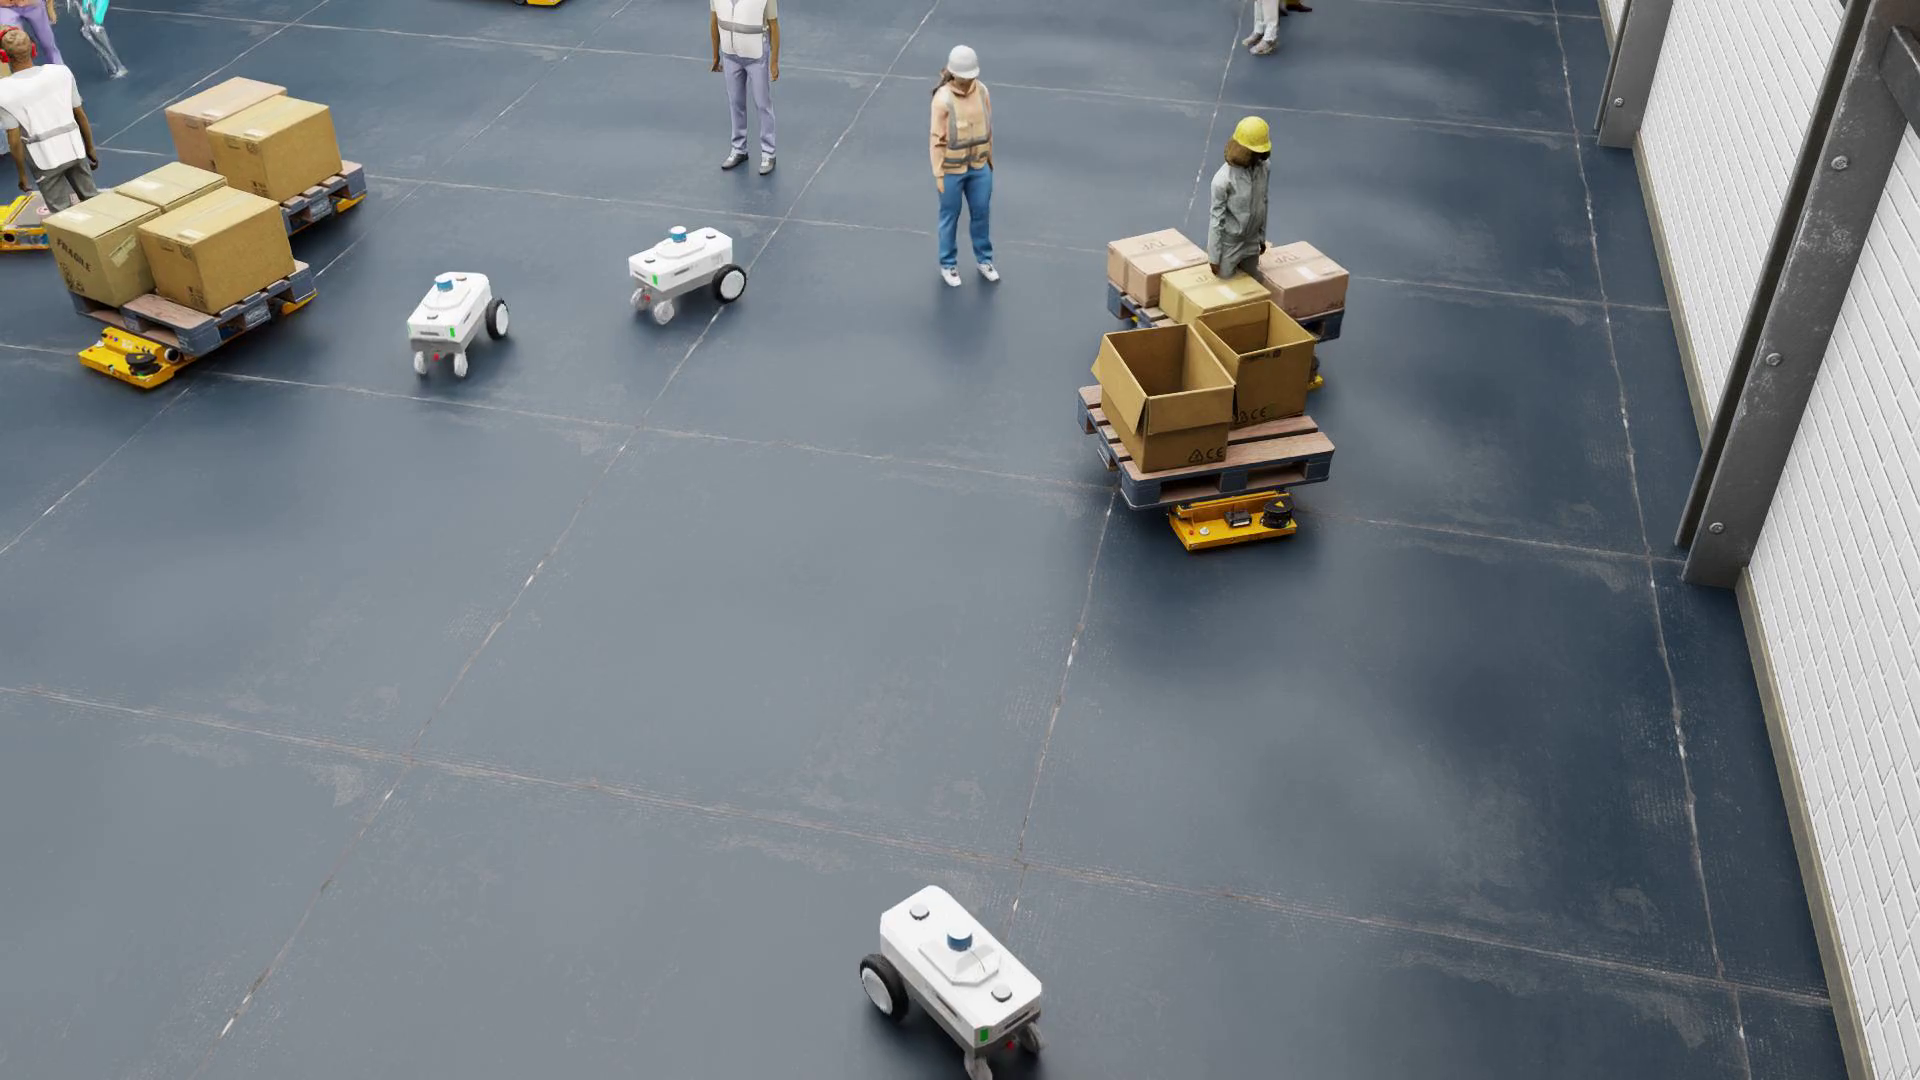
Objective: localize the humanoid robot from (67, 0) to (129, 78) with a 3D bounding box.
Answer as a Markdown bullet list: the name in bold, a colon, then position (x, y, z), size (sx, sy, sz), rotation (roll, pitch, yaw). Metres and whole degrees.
- **humanoid robot**: position (-7.685, -4.944, 14.638), size (0.557, 1.798, 0.747), rotation (11, 38, 14)

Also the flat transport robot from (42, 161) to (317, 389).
- **flat transport robot**: position (-5.127, -1.491, 11.214), size (0.659, 0.231, 1.431), rotation (19, 41, 23)

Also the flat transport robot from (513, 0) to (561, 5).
- **flat transport robot**: position (-4.583, -5.640, 16.766), size (1.431, 0.231, 0.659), rotation (10, 38, 14)

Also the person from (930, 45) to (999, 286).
- **person**: position (0.017, -2.581, 11.461), size (0.517, 1.713, 0.396), rotation (-20, 41, -24)

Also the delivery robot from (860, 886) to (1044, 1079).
- **delivery robot**: position (-0.009, 1.741, 6.646), size (0.499, 0.589, 0.784), rotation (-26, 44, -30)

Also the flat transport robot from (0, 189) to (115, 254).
- **flat transport robot**: position (-6.527, -2.377, 12.399), size (1.431, 0.231, 0.659), rotation (-3, 37, -3)

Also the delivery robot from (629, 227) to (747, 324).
- **delivery robot**: position (-1.904, -1.877, 11.491), size (0.789, 0.593, 0.499), rotation (-30, 46, -34)

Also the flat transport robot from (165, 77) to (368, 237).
- **flat transport robot**: position (-5.216, -2.427, 12.467), size (0.659, 0.231, 1.431), rotation (16, 40, 21)

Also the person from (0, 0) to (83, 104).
- **person**: position (-7.846, -4.437, 13.871), size (0.564, 1.809, 0.623), rotation (-10, 38, -13)

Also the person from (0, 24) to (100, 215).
- **person**: position (-6.169, -2.590, 11.367), size (0.390, 1.847, 0.562), rotation (25, 44, 30)

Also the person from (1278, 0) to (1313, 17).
- **person**: position (3.235, -5.889, 15.866), size (0.420, 1.738, 0.558), rotation (7, 37, 9)

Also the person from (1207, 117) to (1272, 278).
- **person**: position (1.757, -1.844, 10.467), size (0.488, 1.730, 0.318), rotation (-27, 45, -31)

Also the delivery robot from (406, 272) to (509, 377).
- **delivery robot**: position (-3.337, -1.464, 10.949), size (0.499, 0.606, 0.794), rotation (4, 37, 5)

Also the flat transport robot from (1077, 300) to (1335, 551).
- **flat transport robot**: position (1.396, -0.455, 9.828), size (0.659, 0.231, 1.431), rotation (-9, 38, -12)

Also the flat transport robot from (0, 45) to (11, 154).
- **flat transport robot**: position (-8.188, -3.157, 13.443), size (0.659, 0.231, 1.431), rotation (-8, 37, -10)

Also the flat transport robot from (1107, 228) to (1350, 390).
- **flat transport robot**: position (1.727, -1.342, 11.014), size (0.659, 0.231, 1.431), rotation (-16, 40, -20)

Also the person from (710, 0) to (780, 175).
- **person**: position (-1.660, -3.770, 12.949), size (0.567, 1.840, 0.374), rotation (12, 39, 16)

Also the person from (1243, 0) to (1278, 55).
- **person**: position (2.777, -5.393, 15.095), size (0.489, 1.872, 0.589), rotation (-24, 43, -29)
